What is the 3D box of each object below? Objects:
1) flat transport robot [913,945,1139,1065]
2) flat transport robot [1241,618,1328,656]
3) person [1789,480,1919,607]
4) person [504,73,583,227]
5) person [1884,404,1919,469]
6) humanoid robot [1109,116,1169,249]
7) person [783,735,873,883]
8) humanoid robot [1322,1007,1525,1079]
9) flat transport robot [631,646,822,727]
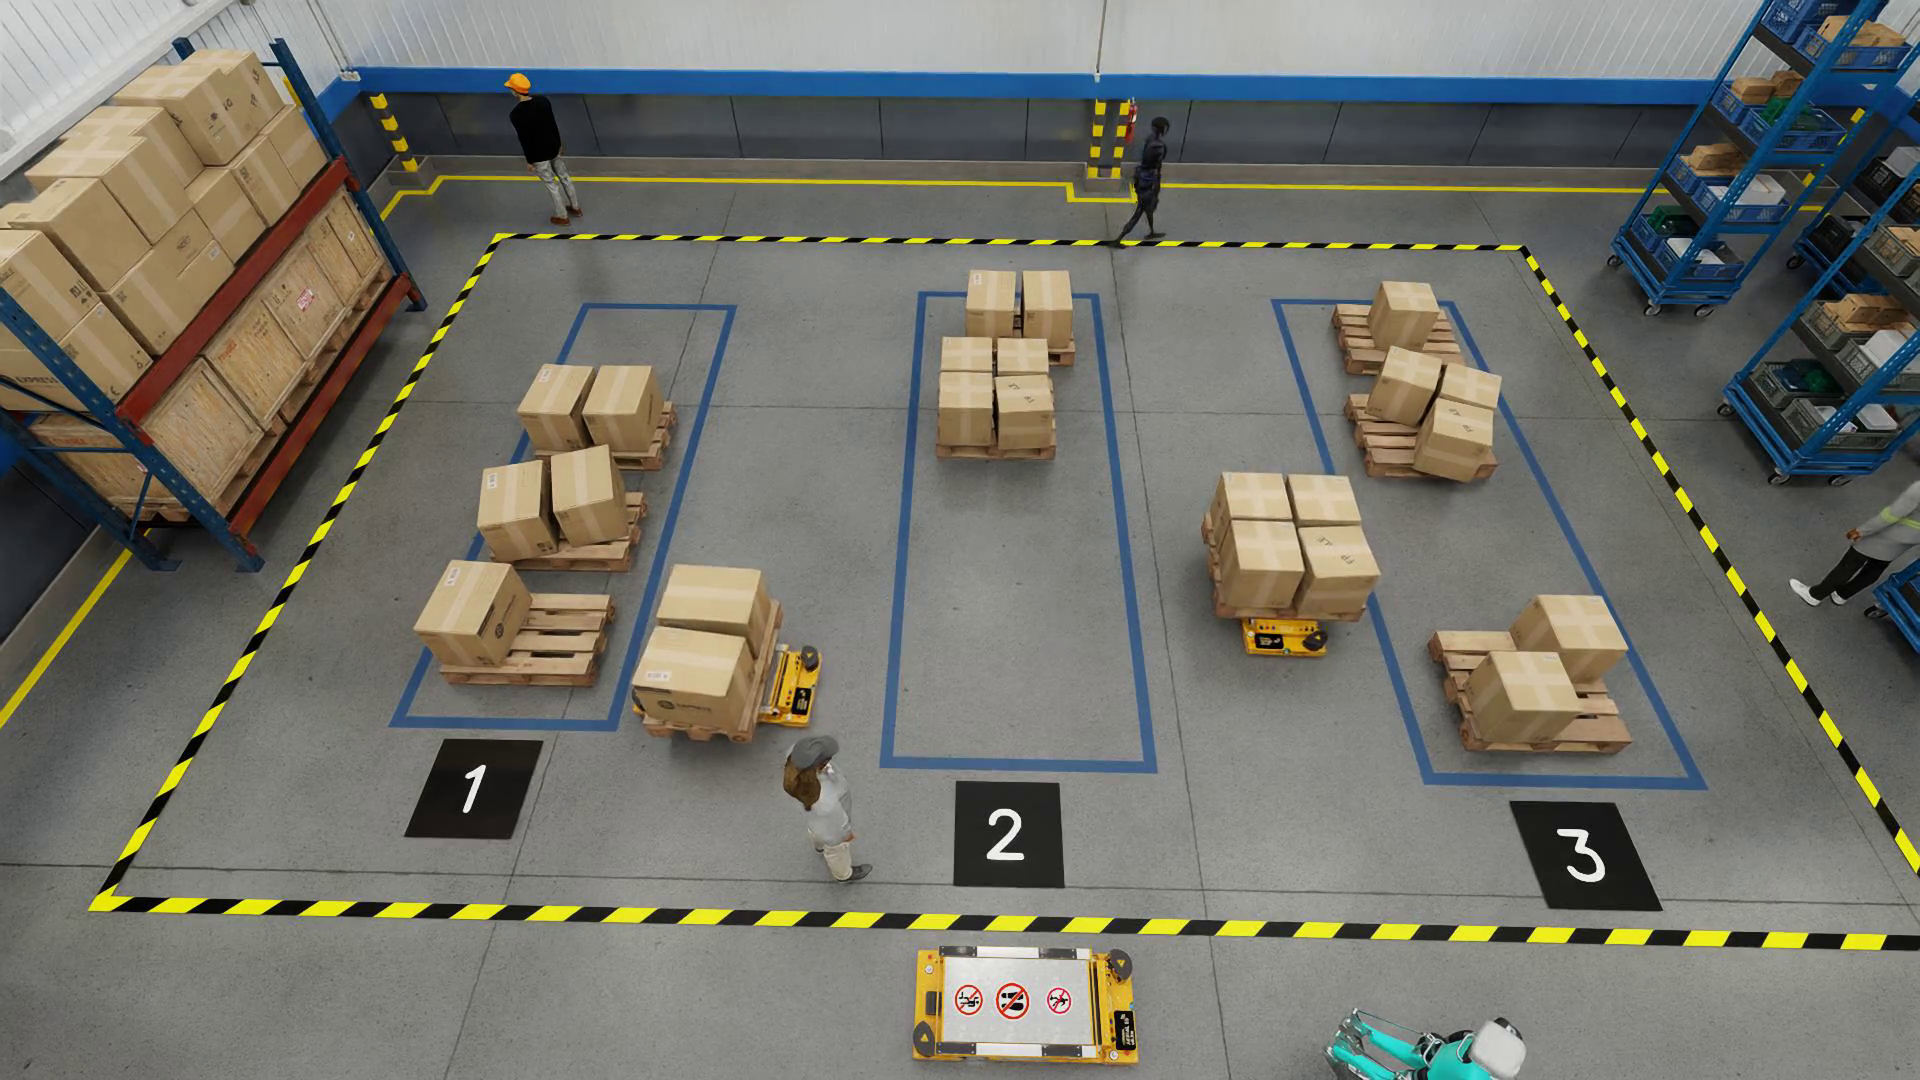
[{"bbox_3d":[0.422,3.041,6.007,1.431,0.231,0.659,1,51,1],"label":"flat transport robot"},{"bbox_3d":[2.793,0.371,8.166,0.652,0.197,1.431,2,51,2],"label":"flat transport robot"},{"bbox_3d":[7.693,-0.098,7.547,0.587,1.848,0.395,1,51,1],"label":"person"},{"bbox_3d":[-5.162,-4.821,11.375,0.357,1.883,0.588,22,54,17],"label":"person"},{"bbox_3d":[9.722,-1.532,8.683,0.628,1.901,0.932,-10,51,-8],"label":"person"},{"bbox_3d":[2.259,-4.324,11.132,0.780,1.628,0.598,-8,51,-6],"label":"humanoid robot"},{"bbox_3d":[-0.901,1.786,6.060,0.396,1.769,0.563,-28,56,-21],"label":"person"},{"bbox_3d":[2.442,2.845,5.130,0.533,1.681,0.735,-35,59,-25],"label":"humanoid robot"},{"bbox_3d":[-1.904,1.150,7.531,1.431,0.197,0.652,4,51,3],"label":"flat transport robot"}]
